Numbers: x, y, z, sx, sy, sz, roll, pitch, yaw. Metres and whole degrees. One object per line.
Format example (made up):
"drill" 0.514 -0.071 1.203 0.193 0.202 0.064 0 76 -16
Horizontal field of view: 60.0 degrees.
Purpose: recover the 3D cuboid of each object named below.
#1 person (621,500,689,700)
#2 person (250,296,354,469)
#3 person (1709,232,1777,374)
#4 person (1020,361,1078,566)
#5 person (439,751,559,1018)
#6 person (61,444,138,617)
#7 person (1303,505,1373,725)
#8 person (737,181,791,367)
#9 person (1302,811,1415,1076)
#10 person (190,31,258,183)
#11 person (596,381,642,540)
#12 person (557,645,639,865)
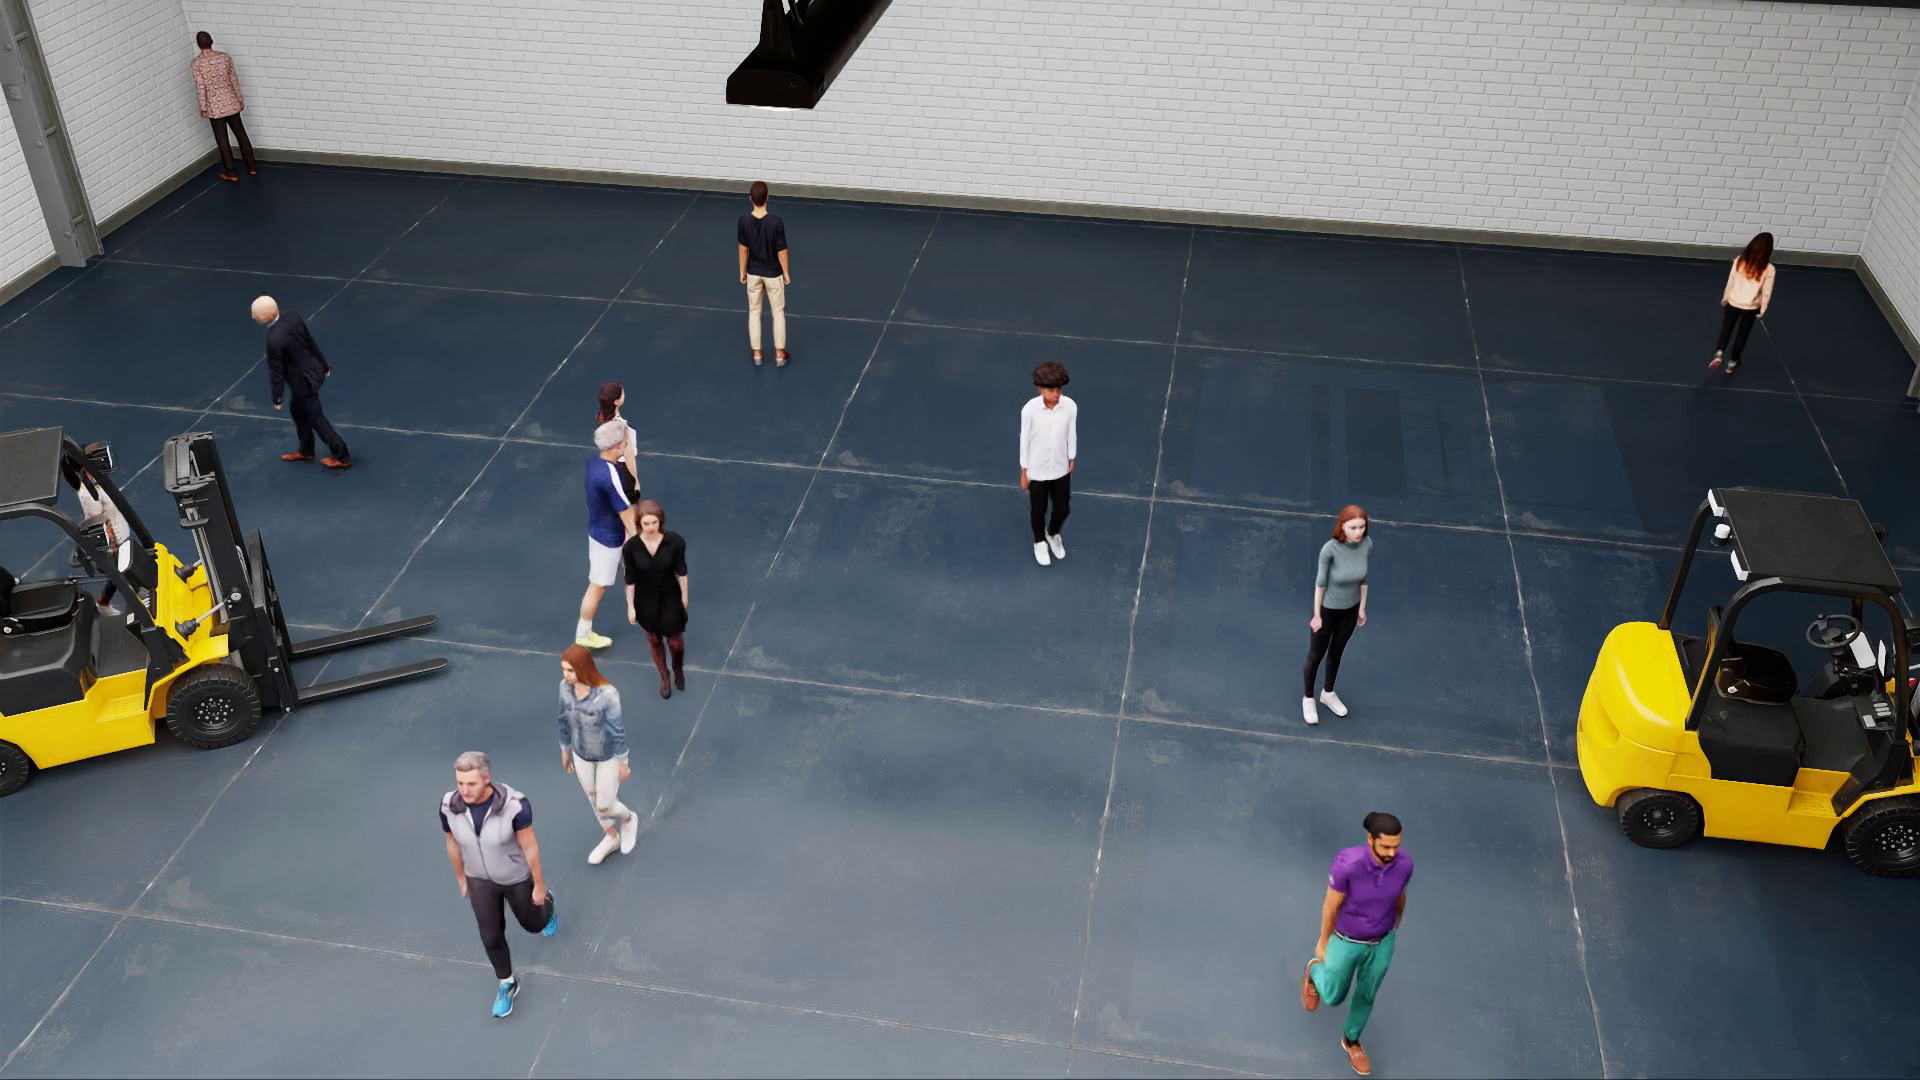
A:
"person" -2.157 0.390 11.831 0.674 1.696 0.682 -4 34 -6
"person" -5.635 -1.362 14.419 0.894 1.748 0.879 6 34 10
"person" 7.521 -2.259 16.015 0.771 1.475 0.861 25 41 33
"person" 0.668 -0.648 13.298 0.709 1.799 0.706 -6 34 -8
"person" -2.596 1.861 9.513 0.788 1.812 1.034 1 34 1
"person" -6.398 0.019 12.446 0.888 1.634 0.882 -13 36 -19
"person" 2.632 0.501 11.621 0.666 1.743 0.684 -10 35 -15
"person" -1.897 -2.582 16.161 0.650 1.851 0.566 3 34 5
"person" 2.165 2.127 9.162 0.800 1.757 0.975 -5 34 -7
"person" -9.003 -5.295 20.282 0.843 1.808 0.730 27 42 35
"person" -2.705 -0.515 13.236 0.674 1.648 0.628 -26 41 -33
"person" -2.226 1.307 10.457 0.708 1.689 0.721 15 36 21
